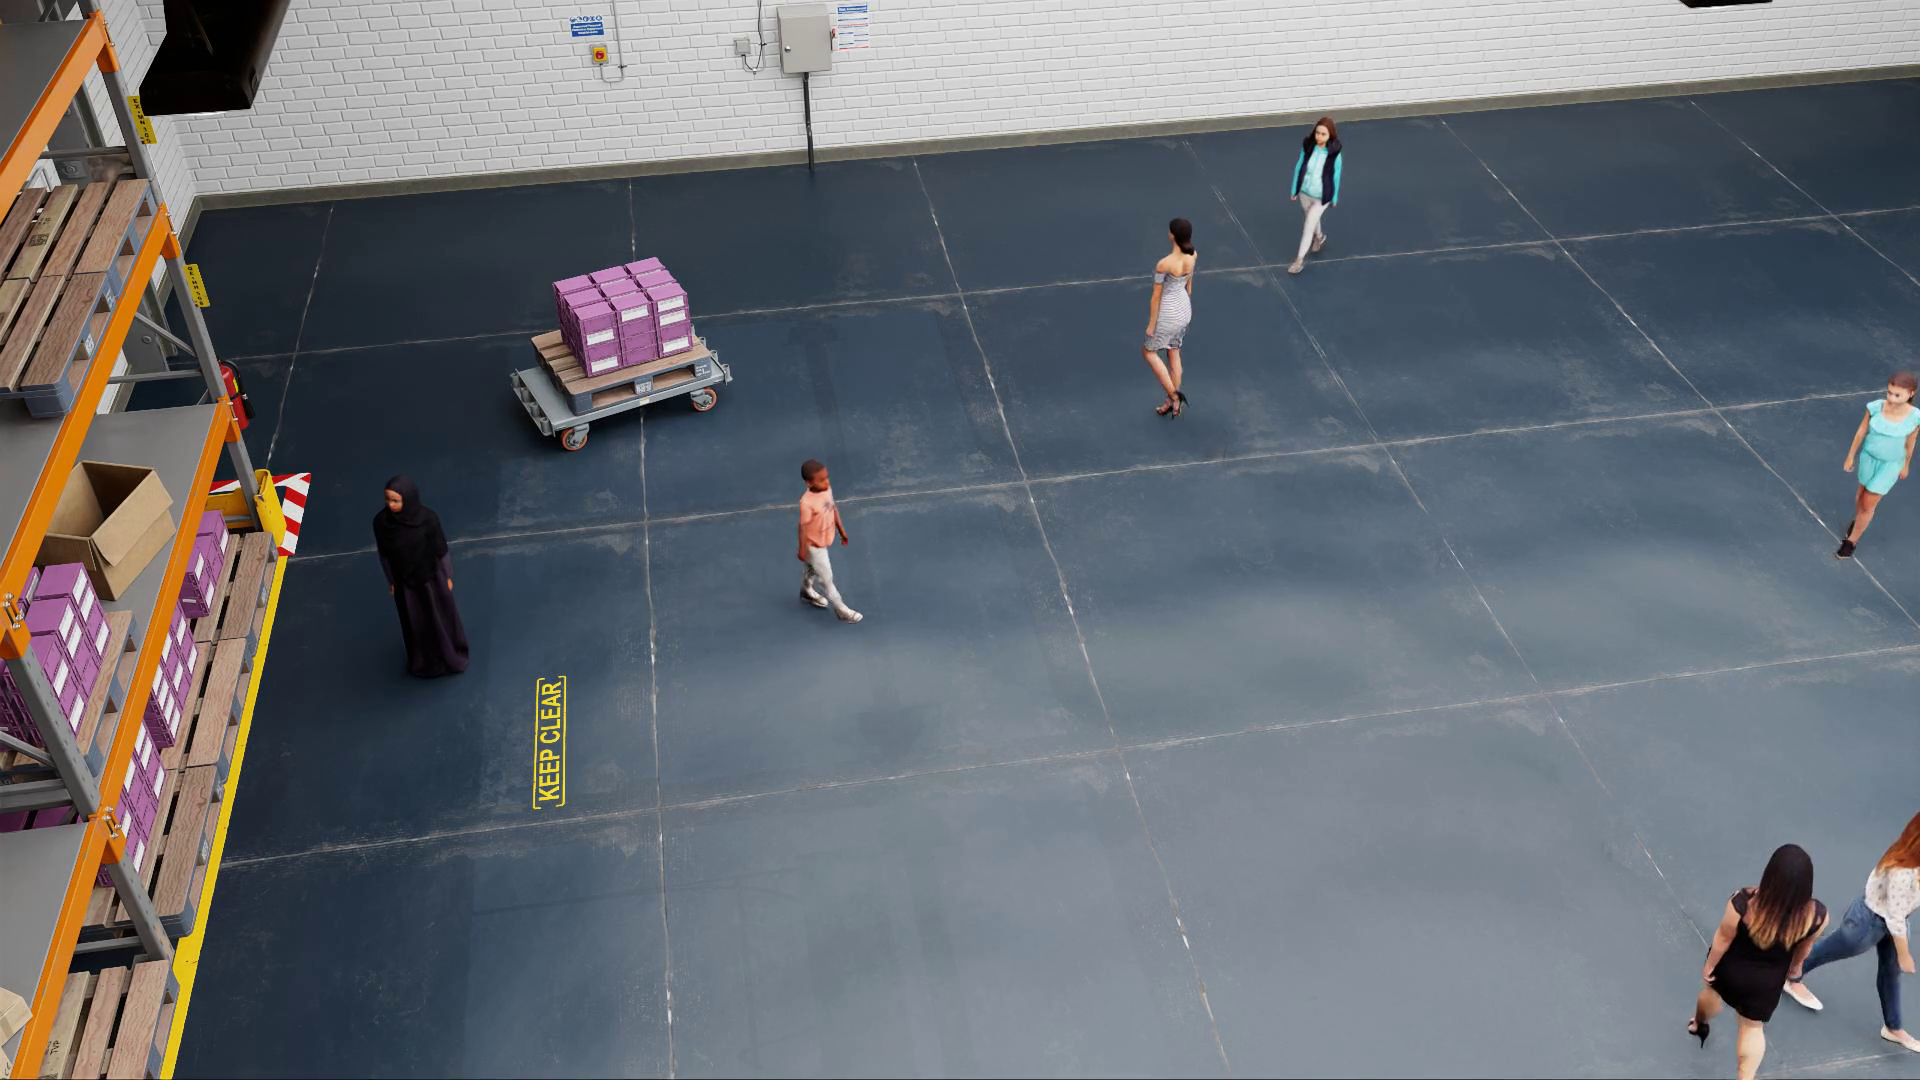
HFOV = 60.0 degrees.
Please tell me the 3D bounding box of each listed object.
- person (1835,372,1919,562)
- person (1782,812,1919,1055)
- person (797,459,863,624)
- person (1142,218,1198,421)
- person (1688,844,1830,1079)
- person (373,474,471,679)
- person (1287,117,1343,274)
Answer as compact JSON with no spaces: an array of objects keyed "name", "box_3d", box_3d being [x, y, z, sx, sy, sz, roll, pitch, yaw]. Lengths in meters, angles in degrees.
[{"name":"person","box_3d":[6.801,-0.606,12.226,0.864,1.525,0.871,29,47,31]},{"name":"person","box_3d":[4.784,1.973,8.859,0.891,1.696,1.111,-26,46,-29]},{"name":"person","box_3d":[-1.058,-0.036,11.702,0.857,1.288,0.821,21,43,24]},{"name":"person","box_3d":[1.763,-1.717,13.388,0.769,1.811,0.834,-27,46,-30]},{"name":"person","box_3d":[4.059,2.265,8.500,0.924,1.689,1.126,9,39,11]},{"name":"person","box_3d":[-3.608,0.226,11.112,0.620,1.615,0.601,-3,39,-4]},{"name":"person","box_3d":[3.366,-3.287,15.627,0.981,1.471,1.028,25,45,28]}]
